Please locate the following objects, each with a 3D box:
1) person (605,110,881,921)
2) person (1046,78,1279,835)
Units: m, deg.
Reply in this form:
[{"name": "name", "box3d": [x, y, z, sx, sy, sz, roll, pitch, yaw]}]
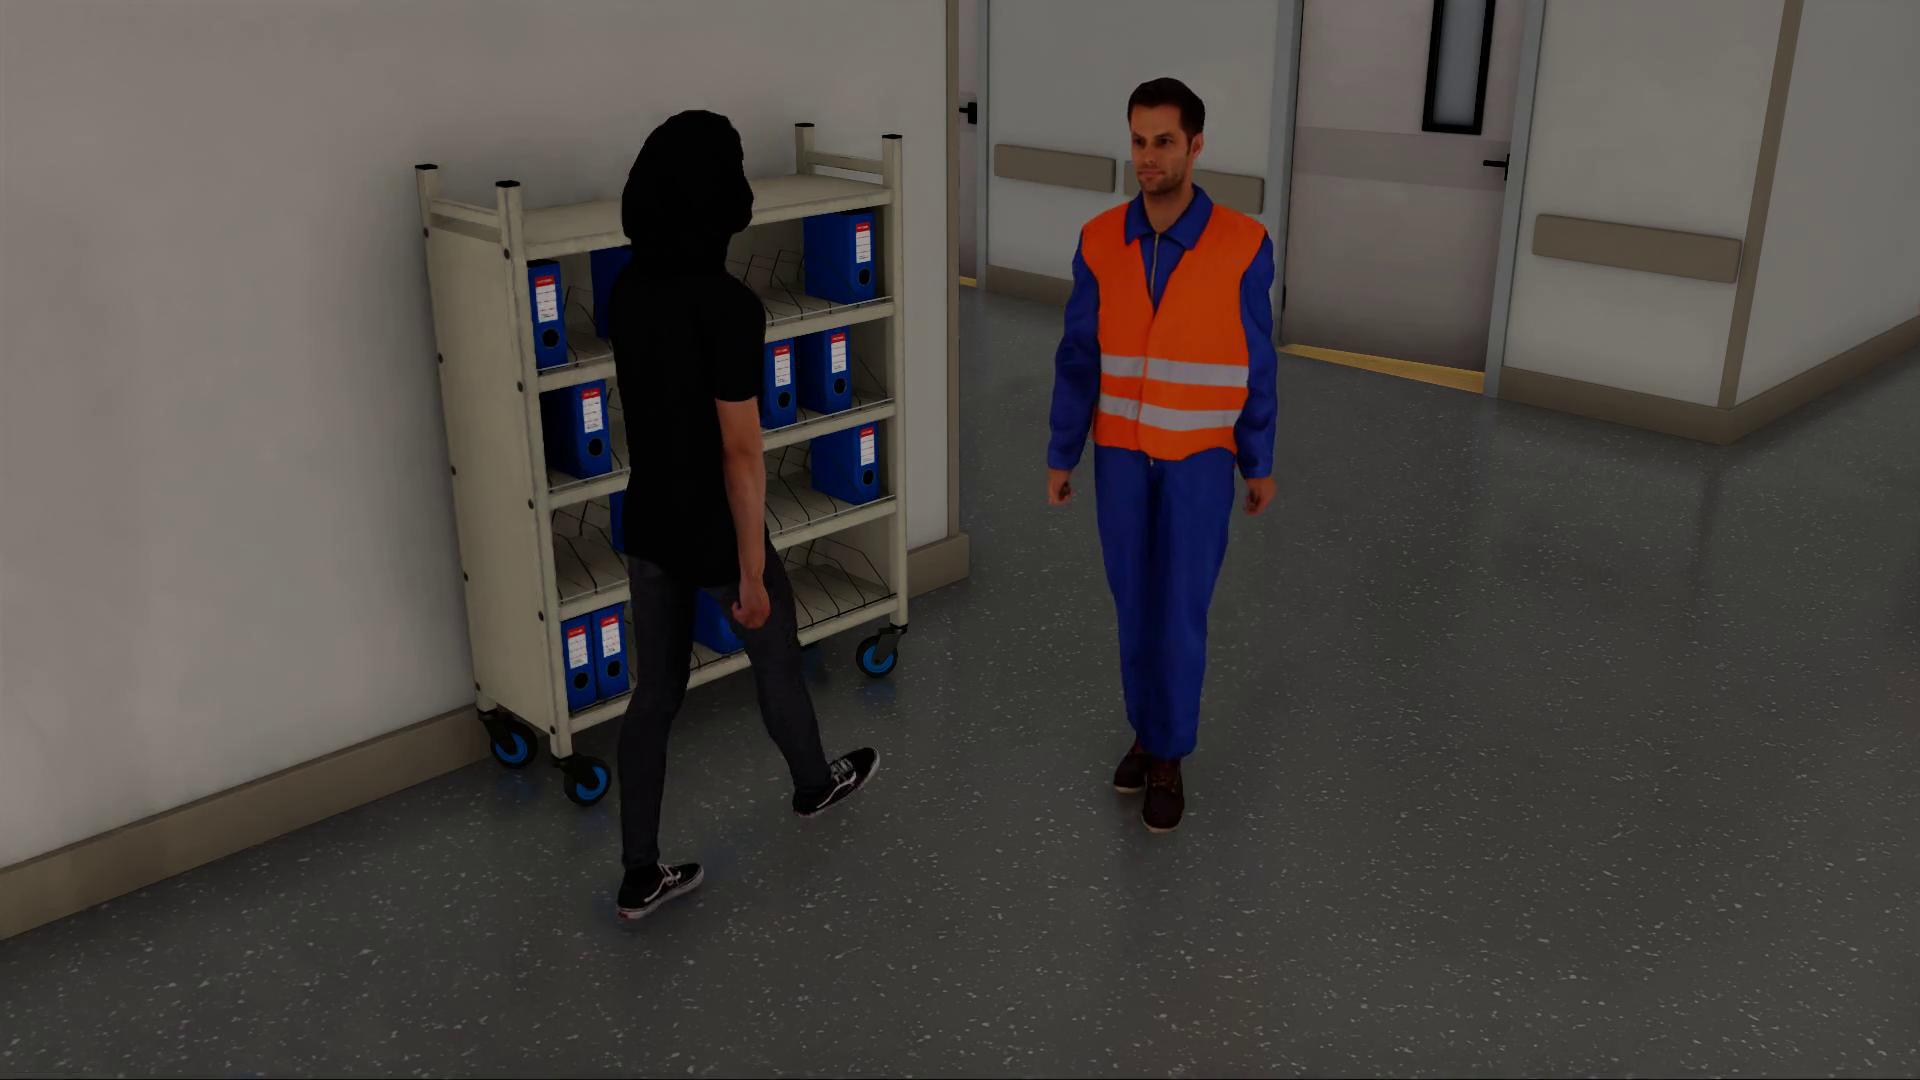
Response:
[{"name": "person", "box3d": [-0.639, 0.005, 3.670, 0.775, 1.806, 1.105, 14, 25, 33]}, {"name": "person", "box3d": [0.539, -0.219, 4.218, 0.839, 1.848, 0.875, 8, 22, 21]}]
